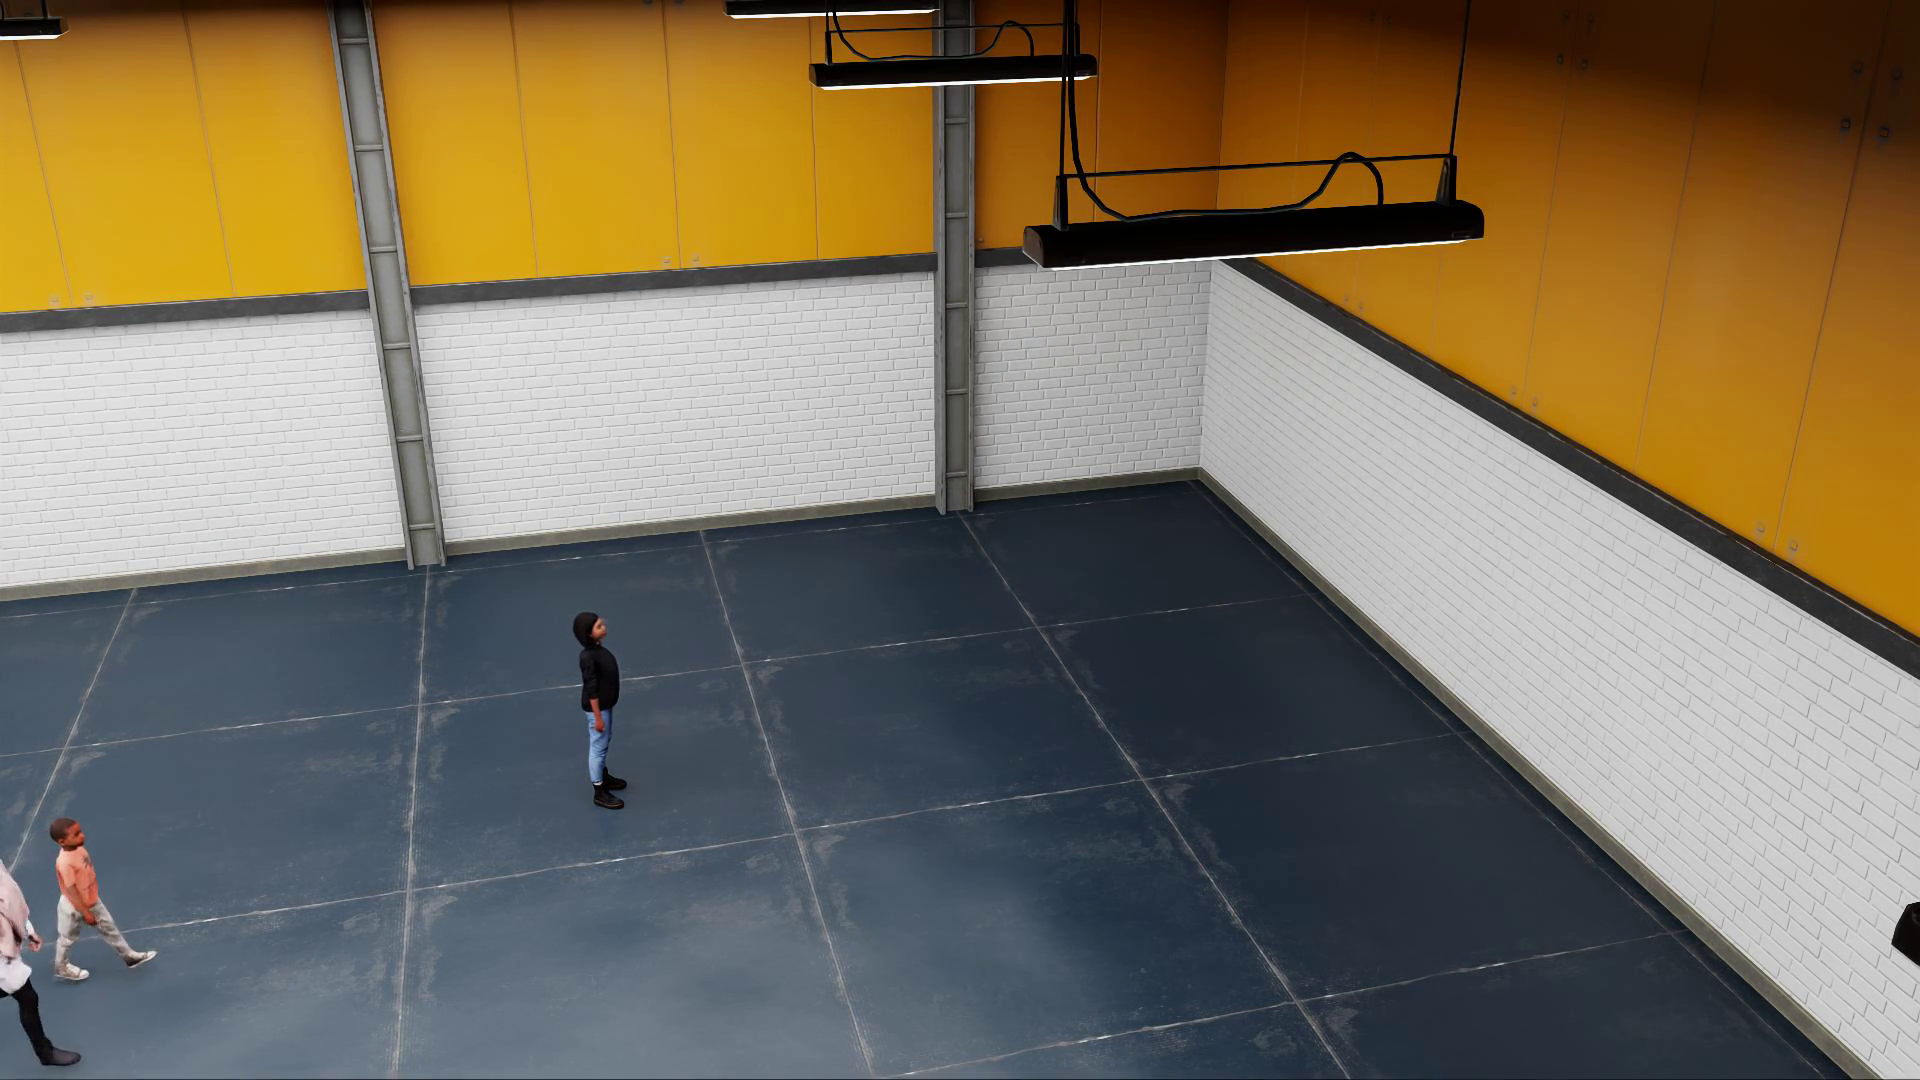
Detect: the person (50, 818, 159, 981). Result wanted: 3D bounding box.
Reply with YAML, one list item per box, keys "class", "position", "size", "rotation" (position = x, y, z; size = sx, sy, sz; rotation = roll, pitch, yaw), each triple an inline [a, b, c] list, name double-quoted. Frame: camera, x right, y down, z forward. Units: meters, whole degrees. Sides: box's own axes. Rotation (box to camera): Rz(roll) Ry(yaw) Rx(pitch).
- class: "person"
  position: [-6.178, 2.508, 11.530]
  size: [0.961, 1.279, 0.647]
  rotation: [0, 24, 0]

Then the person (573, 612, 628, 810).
- class: "person"
  position: [-2.962, 1.369, 13.610]
  size: [0.593, 1.699, 0.604]
  rotation: [-1, 24, -3]

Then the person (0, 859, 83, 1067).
- class: "person"
  position: [-6.241, 2.633, 10.623]
  size: [1.207, 1.776, 0.822]
  rotation: [-1, 24, -2]
